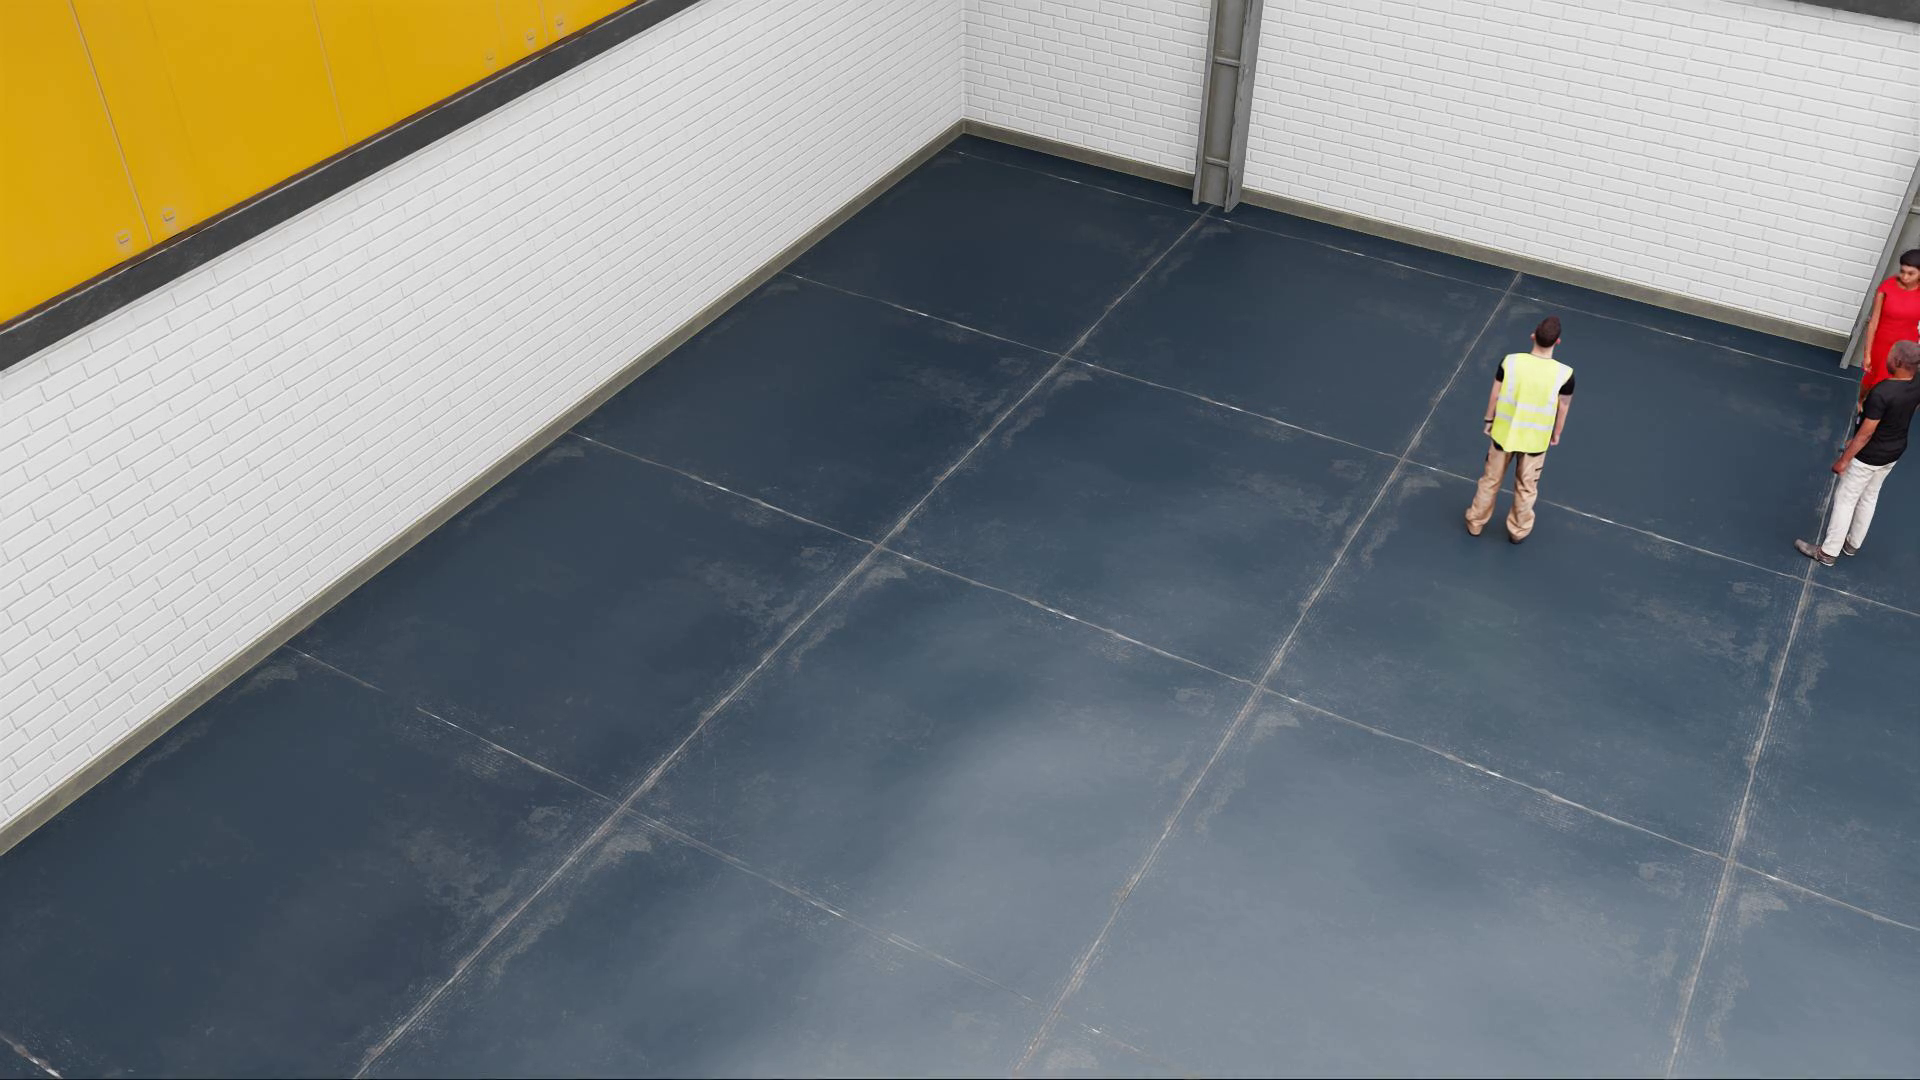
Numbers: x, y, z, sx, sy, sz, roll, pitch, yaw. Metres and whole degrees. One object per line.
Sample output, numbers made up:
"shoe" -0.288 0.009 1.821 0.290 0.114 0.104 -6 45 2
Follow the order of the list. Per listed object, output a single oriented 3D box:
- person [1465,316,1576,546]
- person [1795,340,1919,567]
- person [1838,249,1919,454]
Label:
"person" 3.994 -0.770 11.818 0.675 1.842 0.786 15 41 18
"person" 6.387 -0.603 11.640 0.763 1.804 0.789 -17 42 -20
"person" 7.202 -1.499 12.849 0.921 1.695 0.732 18 42 21
